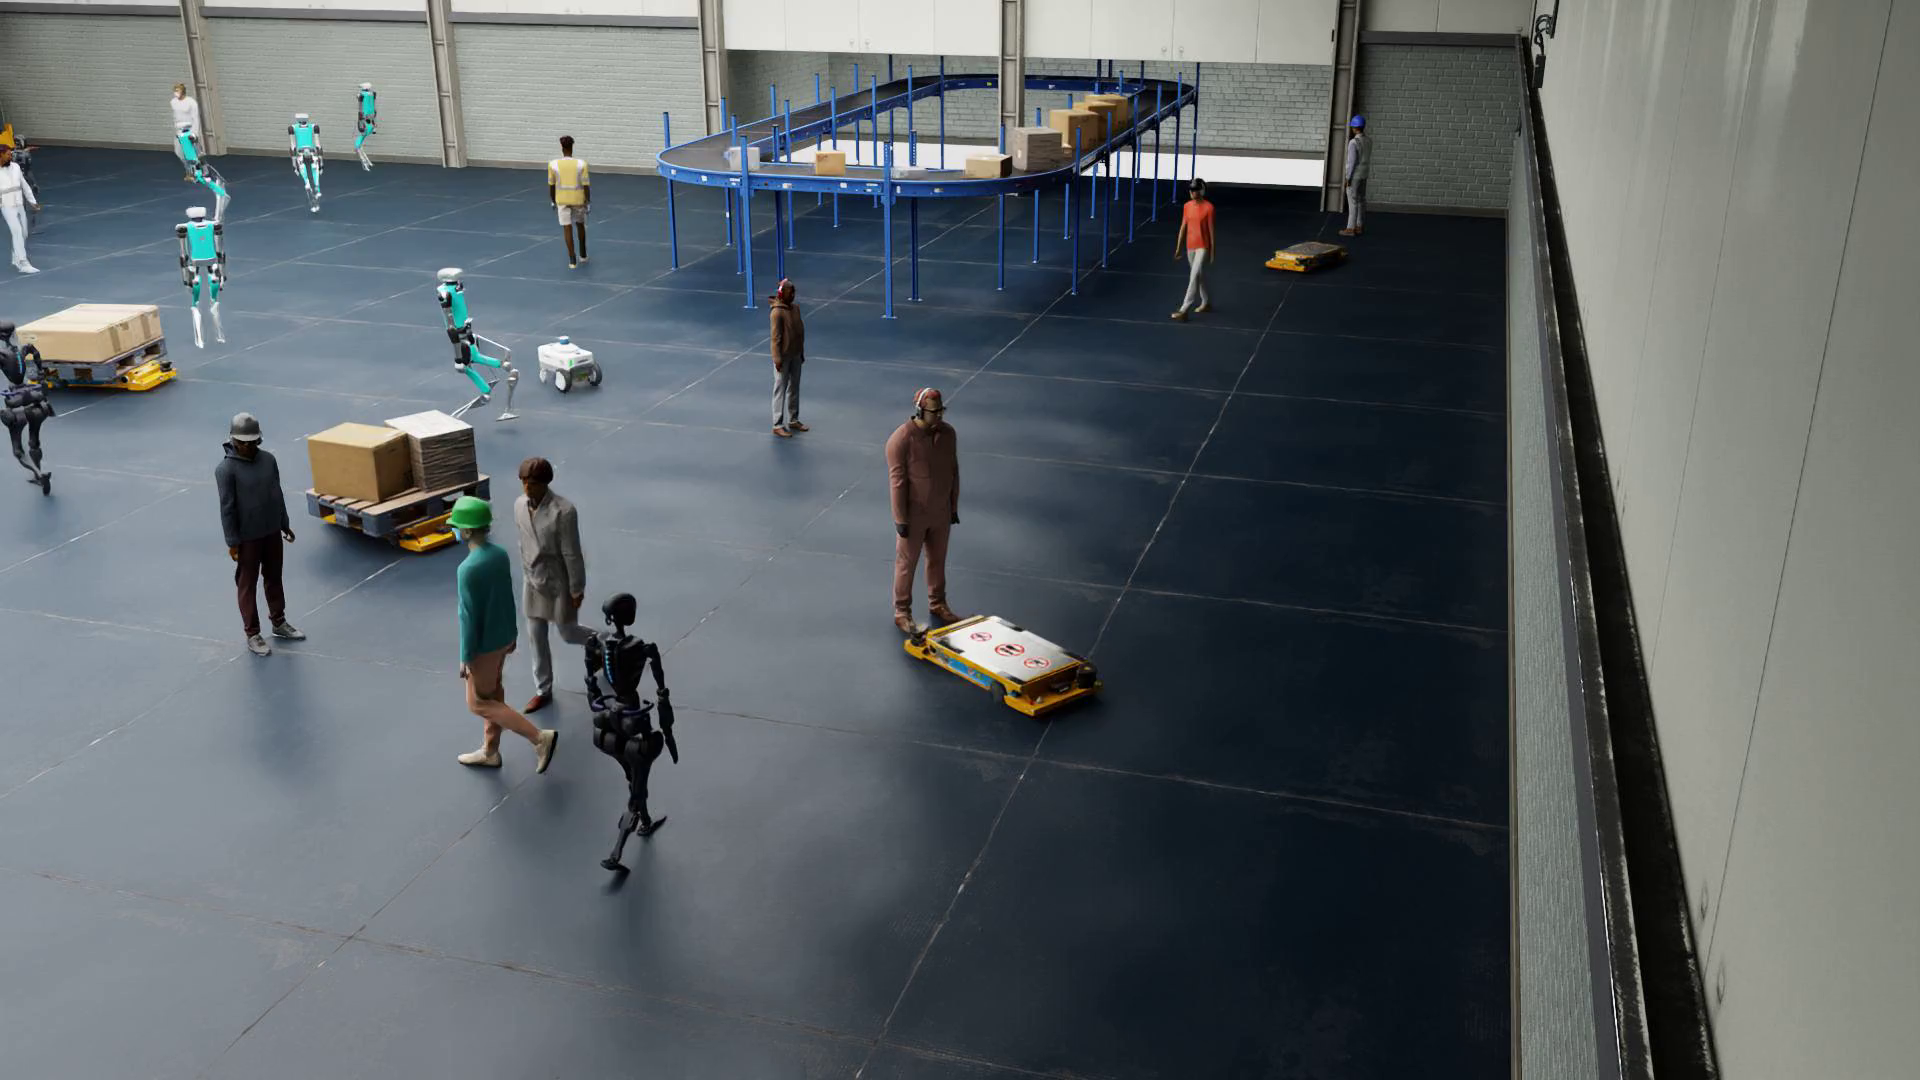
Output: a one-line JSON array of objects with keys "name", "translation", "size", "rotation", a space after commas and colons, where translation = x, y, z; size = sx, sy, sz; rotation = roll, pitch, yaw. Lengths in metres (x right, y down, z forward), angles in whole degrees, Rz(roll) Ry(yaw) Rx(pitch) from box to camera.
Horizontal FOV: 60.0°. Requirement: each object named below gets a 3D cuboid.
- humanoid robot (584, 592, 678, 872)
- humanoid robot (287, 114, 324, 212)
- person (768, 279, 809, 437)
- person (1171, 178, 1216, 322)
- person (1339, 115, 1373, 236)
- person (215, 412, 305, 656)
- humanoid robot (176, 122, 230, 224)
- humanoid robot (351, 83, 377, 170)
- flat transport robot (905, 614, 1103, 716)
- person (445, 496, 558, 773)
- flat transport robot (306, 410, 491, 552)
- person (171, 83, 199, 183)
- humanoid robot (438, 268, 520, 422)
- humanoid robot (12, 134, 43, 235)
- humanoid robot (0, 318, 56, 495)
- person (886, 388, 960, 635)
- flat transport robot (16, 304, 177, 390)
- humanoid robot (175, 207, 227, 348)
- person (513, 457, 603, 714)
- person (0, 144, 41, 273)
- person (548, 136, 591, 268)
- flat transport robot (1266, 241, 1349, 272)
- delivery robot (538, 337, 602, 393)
[{"name": "humanoid robot", "translation": [-1.918, 1.076, 9.507], "size": [0.586, 1.635, 0.771], "rotation": [8, 23, 21]}, {"name": "humanoid robot", "translation": [-11.373, -6.532, 29.072], "size": [0.539, 1.739, 0.977], "rotation": [-10, 23, -25]}, {"name": "person", "translation": [-1.789, -1.888, 17.163], "size": [0.325, 1.644, 0.456], "rotation": [12, 24, 28]}, {"name": "person", "translation": [3.123, -3.857, 21.989], "size": [1.029, 1.855, 0.503], "rotation": [-20, 28, -41]}, {"name": "person", "translation": [6.536, -6.009, 27.435], "size": [0.401, 1.943, 0.610], "rotation": [19, 28, 40]}, {"name": "person", "translation": [-5.153, -0.069, 12.213], "size": [0.369, 1.811, 0.540], "rotation": [13, 24, 29]}, {"name": "humanoid robot", "translation": [-12.837, -6.247, 28.396], "size": [0.541, 1.791, 0.758], "rotation": [16, 26, 35]}, {"name": "humanoid robot", "translation": [-12.276, -8.458, 34.071], "size": [0.756, 1.782, 0.544], "rotation": [7, 22, 17]}, {"name": "flat transport robot", "translation": [0.295, 0.862, 11.942], "size": [0.659, 0.231, 1.431], "rotation": [-17, 27, -37]}, {"name": "person", "translation": [-2.900, 0.621, 10.359], "size": [0.658, 1.857, 0.539], "rotation": [4, 21, 10]}, {"name": "flat transport robot", "translation": [-4.942, -0.208, 14.718], "size": [1.431, 0.231, 0.659], "rotation": [15, 26, 34]}, {"name": "person", "translation": [-15.121, -7.945, 32.497], "size": [0.644, 1.923, 0.512], "rotation": [7, 22, 17]}, {"name": "humanoid robot", "translation": [-4.965, -1.956, 17.247], "size": [1.042, 1.734, 0.545], "rotation": [0, 21, 0]}, {"name": "humanoid robot", "translation": [-15.442, -5.832, 27.358], "size": [0.472, 1.645, 0.612], "rotation": [-1, 21, -3]}, {"name": "humanoid robot", "translation": [-8.711, -1.258, 15.501], "size": [0.643, 1.635, 0.589], "rotation": [13, 25, 30]}, {"name": "person", "translation": [-0.246, -0.224, 12.511], "size": [0.633, 1.900, 0.402], "rotation": [-16, 26, -35]}, {"name": "flat transport robot", "translation": [-9.872, -1.906, 19.120], "size": [1.431, 0.231, 0.659], "rotation": [2, 21, 5]}, {"name": "humanoid robot", "translation": [-9.426, -3.256, 20.636], "size": [0.534, 1.801, 0.783], "rotation": [-16, 26, -36]}, {"name": "person", "translation": [-2.740, 0.245, 11.424], "size": [0.505, 1.801, 0.748], "rotation": [9, 23, 22]}, {"name": "person", "translation": [-14.121, -4.964, 24.827], "size": [0.737, 1.863, 0.588], "rotation": [5, 22, 13]}, {"name": "person", "translation": [-5.911, -5.153, 25.223], "size": [0.619, 1.924, 0.904], "rotation": [-5, 22, -13]}, {"name": "flat transport robot", "translation": [5.314, -4.331, 25.411], "size": [0.659, 0.231, 1.431], "rotation": [16, 26, 36]}, {"name": "delivery robot", "translation": [-4.494, -2.016, 19.022], "size": [0.801, 0.604, 0.499], "rotation": [20, 29, 41]}]
